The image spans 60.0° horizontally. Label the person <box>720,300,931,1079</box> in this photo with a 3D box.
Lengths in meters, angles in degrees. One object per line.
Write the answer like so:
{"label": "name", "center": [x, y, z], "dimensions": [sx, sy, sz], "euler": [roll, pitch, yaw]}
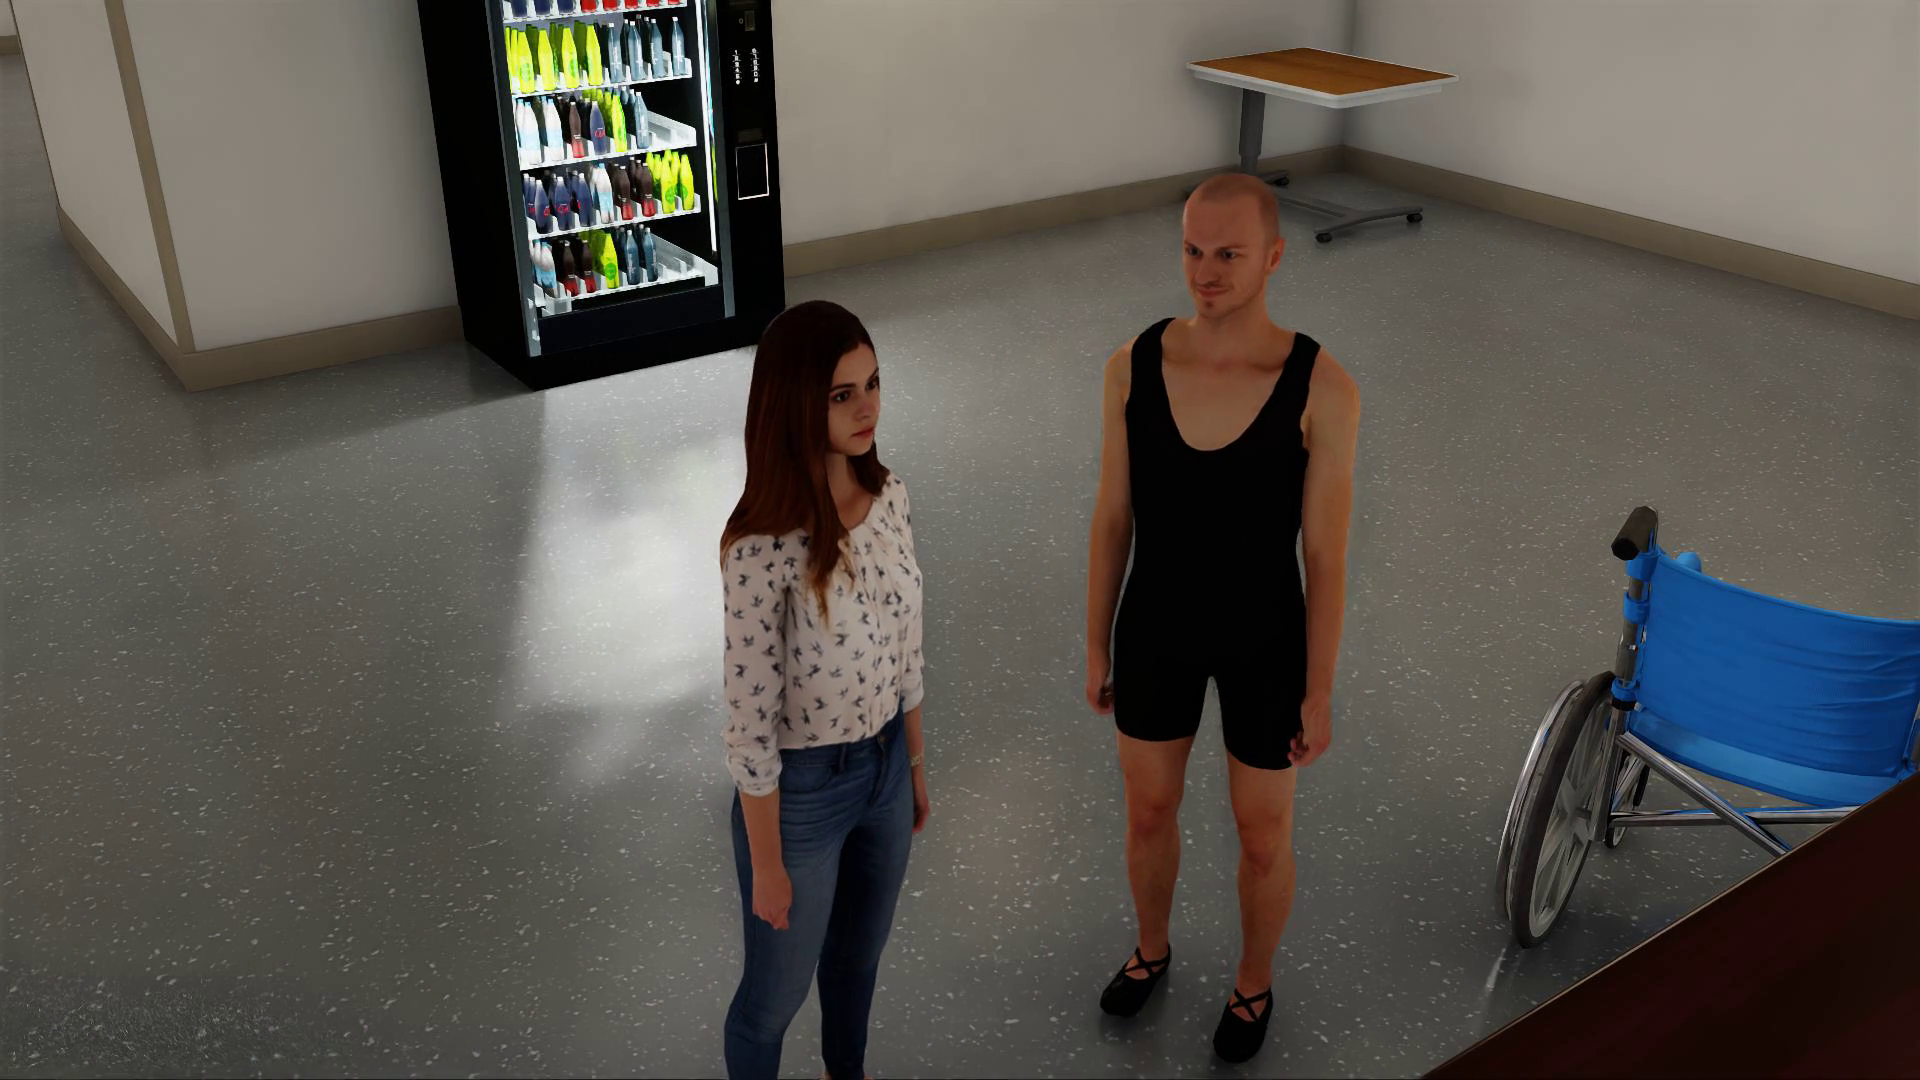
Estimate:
{"label": "person", "center": [-0.244, 0.419, 2.827], "dimensions": [0.708, 1.724, 0.572], "euler": [19, 31, 34]}

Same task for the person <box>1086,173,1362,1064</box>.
{"label": "person", "center": [0.493, 0.197, 3.189], "dimensions": [0.724, 1.810, 0.707], "euler": [11, 28, 22]}
